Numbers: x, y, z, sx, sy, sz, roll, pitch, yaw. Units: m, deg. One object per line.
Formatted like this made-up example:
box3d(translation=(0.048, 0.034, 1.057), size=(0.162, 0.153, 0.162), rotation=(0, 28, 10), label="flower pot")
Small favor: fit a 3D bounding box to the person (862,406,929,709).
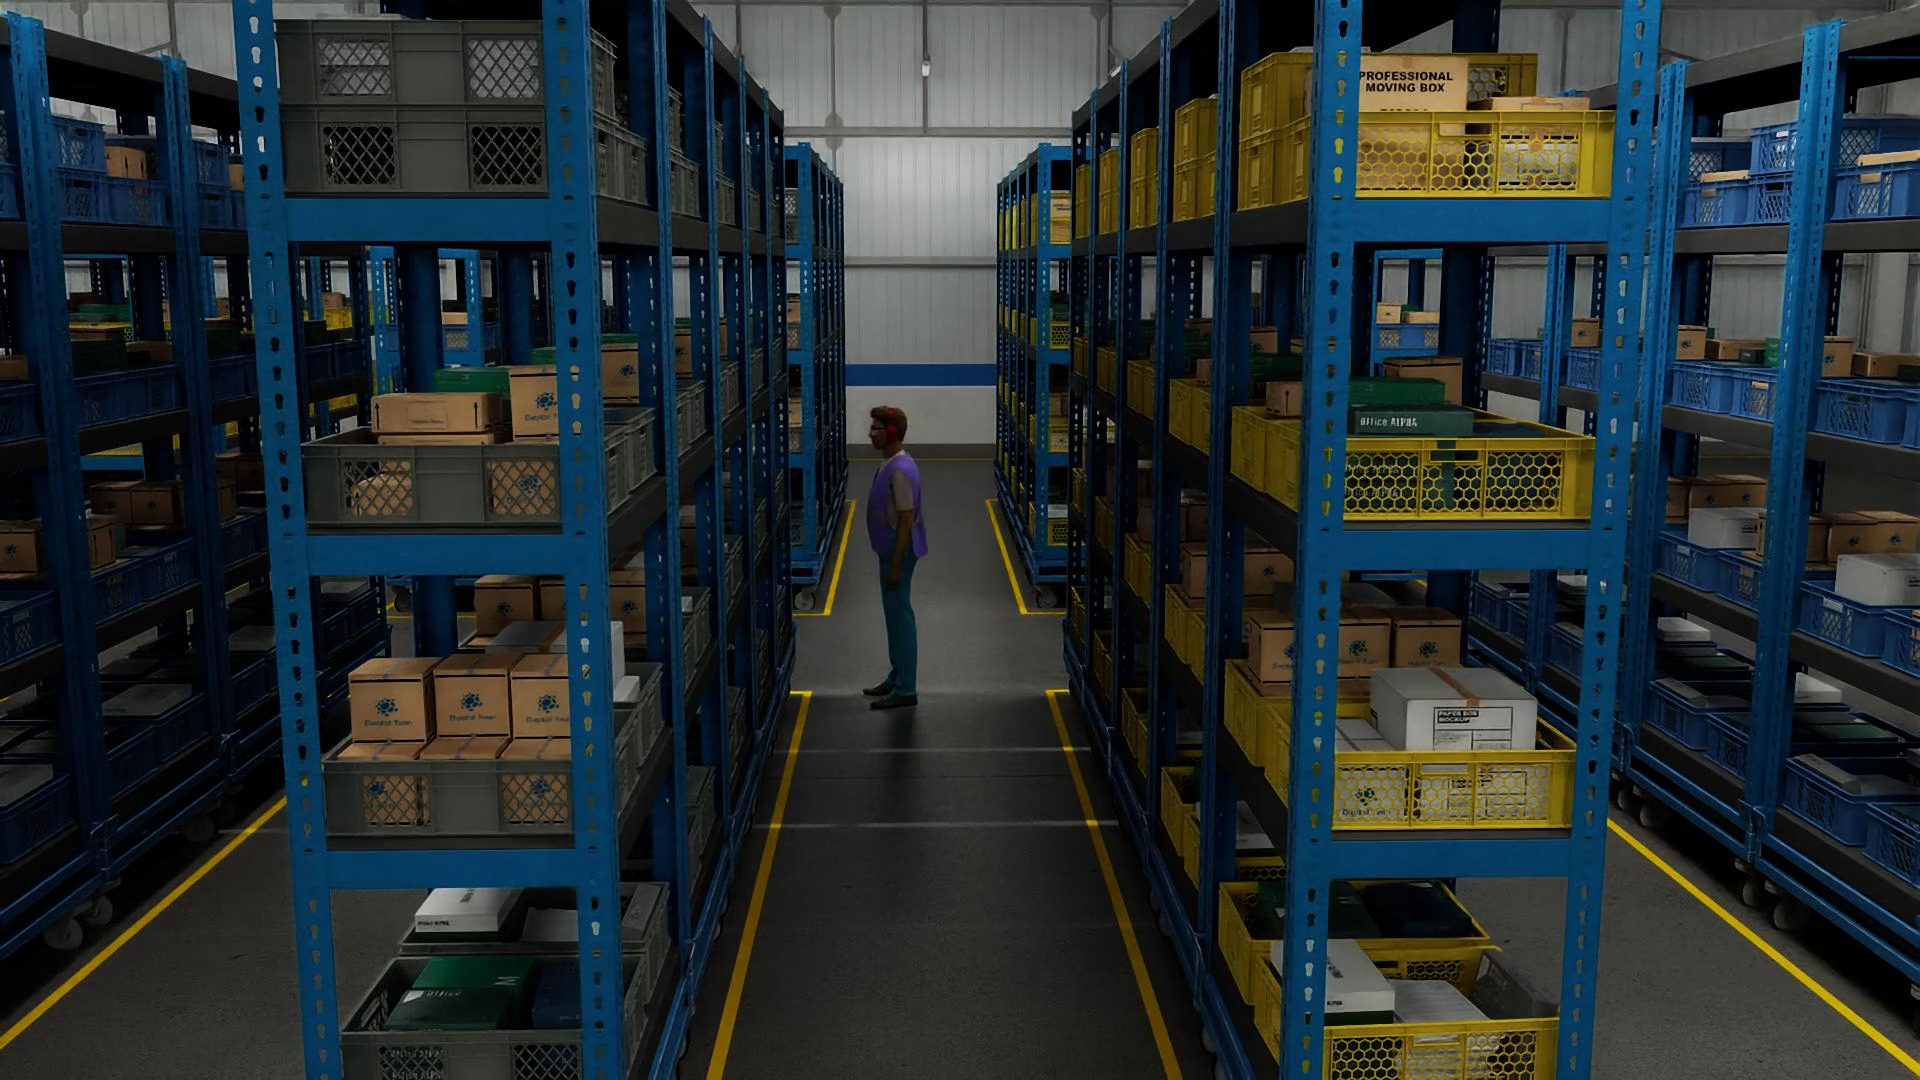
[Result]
box3d(translation=(-0.391, 0.102, 10.170), size=(0.390, 1.846, 0.565), rotation=(-2, 9, -9), label="person")
